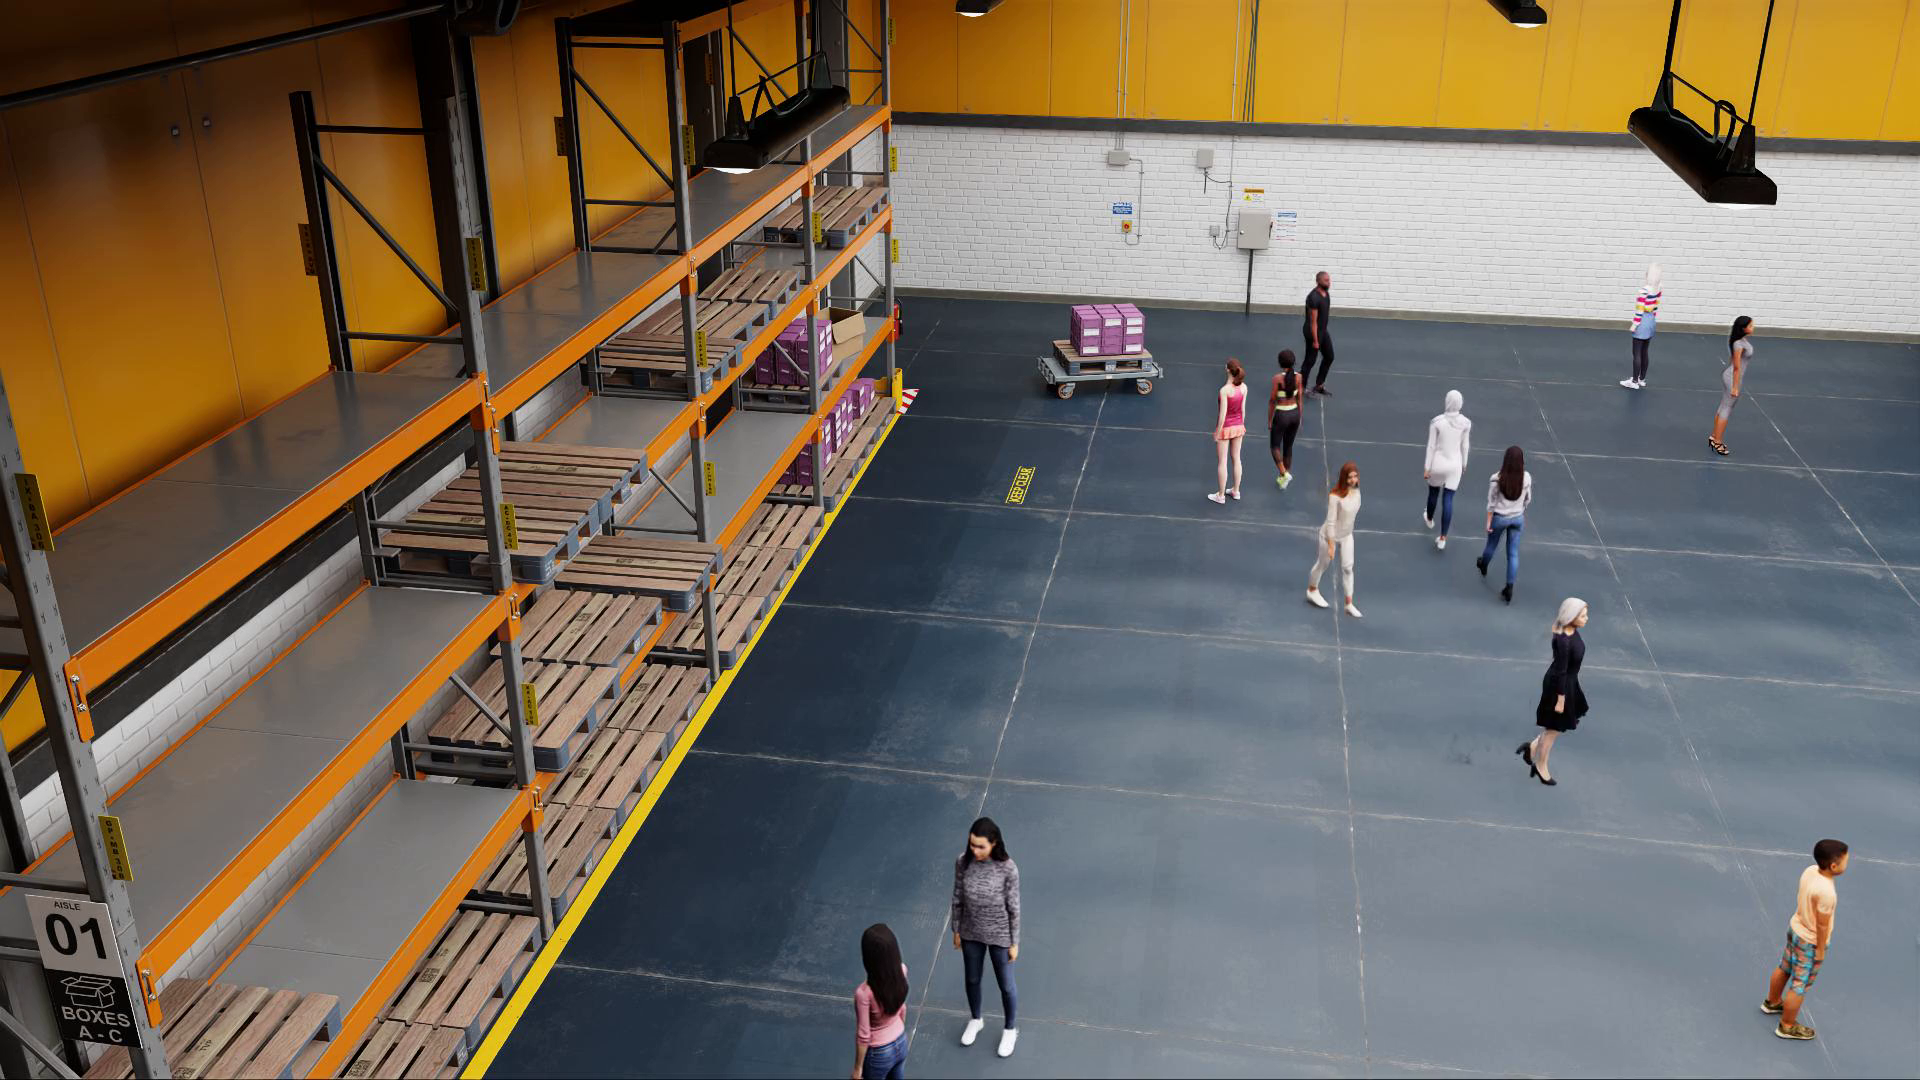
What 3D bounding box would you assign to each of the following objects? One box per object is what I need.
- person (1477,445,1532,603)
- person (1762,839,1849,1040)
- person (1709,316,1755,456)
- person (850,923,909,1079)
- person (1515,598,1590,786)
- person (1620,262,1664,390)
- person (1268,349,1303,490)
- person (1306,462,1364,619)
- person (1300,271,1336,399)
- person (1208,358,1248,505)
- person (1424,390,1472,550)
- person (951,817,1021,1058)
[{"bbox_3d":[5.662,-0.138,17.111,0.726,1.582,1.082,0,24,1],"label":"person"},{"bbox_3d":[5.597,2.606,10.988,0.598,1.458,0.440,1,24,3],"label":"person"},{"bbox_3d":[9.779,-1.977,21.070,0.688,1.781,0.528,9,25,19],"label":"person"},{"bbox_3d":[-0.458,2.993,9.748,0.716,1.742,0.598,19,30,36],"label":"person"},{"bbox_3d":[4.869,1.244,13.758,0.784,1.736,0.752,11,26,23],"label":"person"},{"bbox_3d":[9.662,-3.038,23.463,0.702,1.808,0.772,-17,29,-33],"label":"person"},{"bbox_3d":[3.891,-1.384,19.767,0.750,1.738,0.913,-2,24,-6],"label":"person"},{"bbox_3d":[3.755,-0.060,16.821,0.980,1.672,1.079,-16,28,-32],"label":"person"},{"bbox_3d":[4.852,-2.847,23.031,0.888,1.804,0.820,17,29,34],"label":"person"},{"bbox_3d":[3.171,-1.297,19.549,0.672,1.753,0.726,-14,27,-29],"label":"person"},{"bbox_3d":[5.355,-0.740,18.306,0.687,1.728,1.137,2,24,6],"label":"person"},{"bbox_3d":[0.186,2.538,10.806,0.653,1.730,0.589,9,25,19],"label":"person"}]
